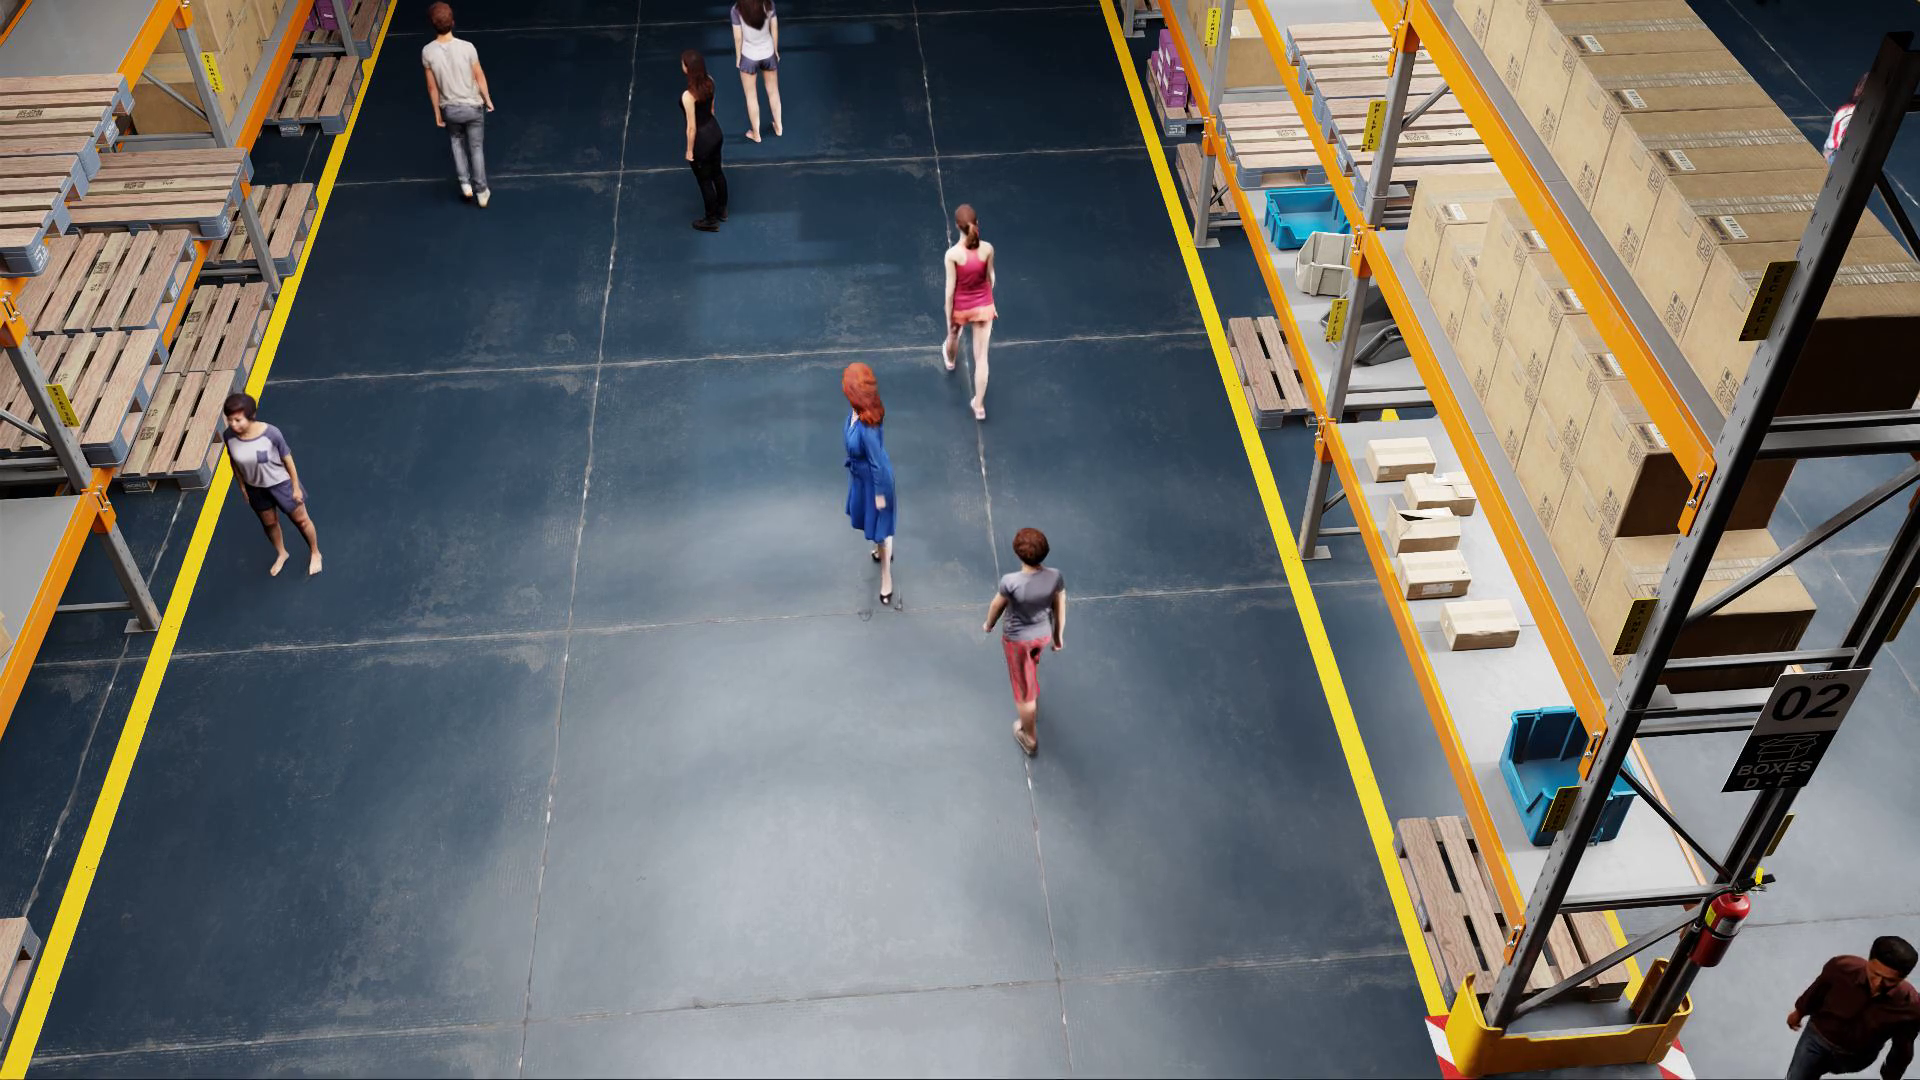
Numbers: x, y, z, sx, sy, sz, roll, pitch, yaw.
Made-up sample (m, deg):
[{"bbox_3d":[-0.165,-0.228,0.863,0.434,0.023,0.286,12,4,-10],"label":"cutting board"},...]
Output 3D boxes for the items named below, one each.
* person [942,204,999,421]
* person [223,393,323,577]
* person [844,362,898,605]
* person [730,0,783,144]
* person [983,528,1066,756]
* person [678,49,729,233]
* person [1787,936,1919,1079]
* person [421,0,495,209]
[{"bbox_3d":[0.094,-1.688,12.627,0.625,1.710,1.124,-6,44,-6],"label":"person"},{"bbox_3d":[-4.718,-0.393,11.372,0.575,1.565,0.533,-1,44,-1],"label":"person"},{"bbox_3d":[-0.547,-0.334,11.145,0.788,1.793,0.545,-19,47,-19],"label":"person"},{"bbox_3d":[-1.916,-4.573,15.658,0.659,1.706,0.636,-20,47,-19],"label":"person"},{"bbox_3d":[0.443,0.667,10.223,0.766,1.616,1.084,-14,45,-15],"label":"person"},{"bbox_3d":[-2.245,-3.490,14.534,0.741,1.688,0.635,17,46,17],"label":"person"},{"bbox_3d":[4.400,2.446,8.283,1.155,1.716,1.261,24,49,24],"label":"person"},{"bbox_3d":[-4.405,-3.781,14.699,0.676,1.881,0.631,-6,44,-7],"label":"person"}]
